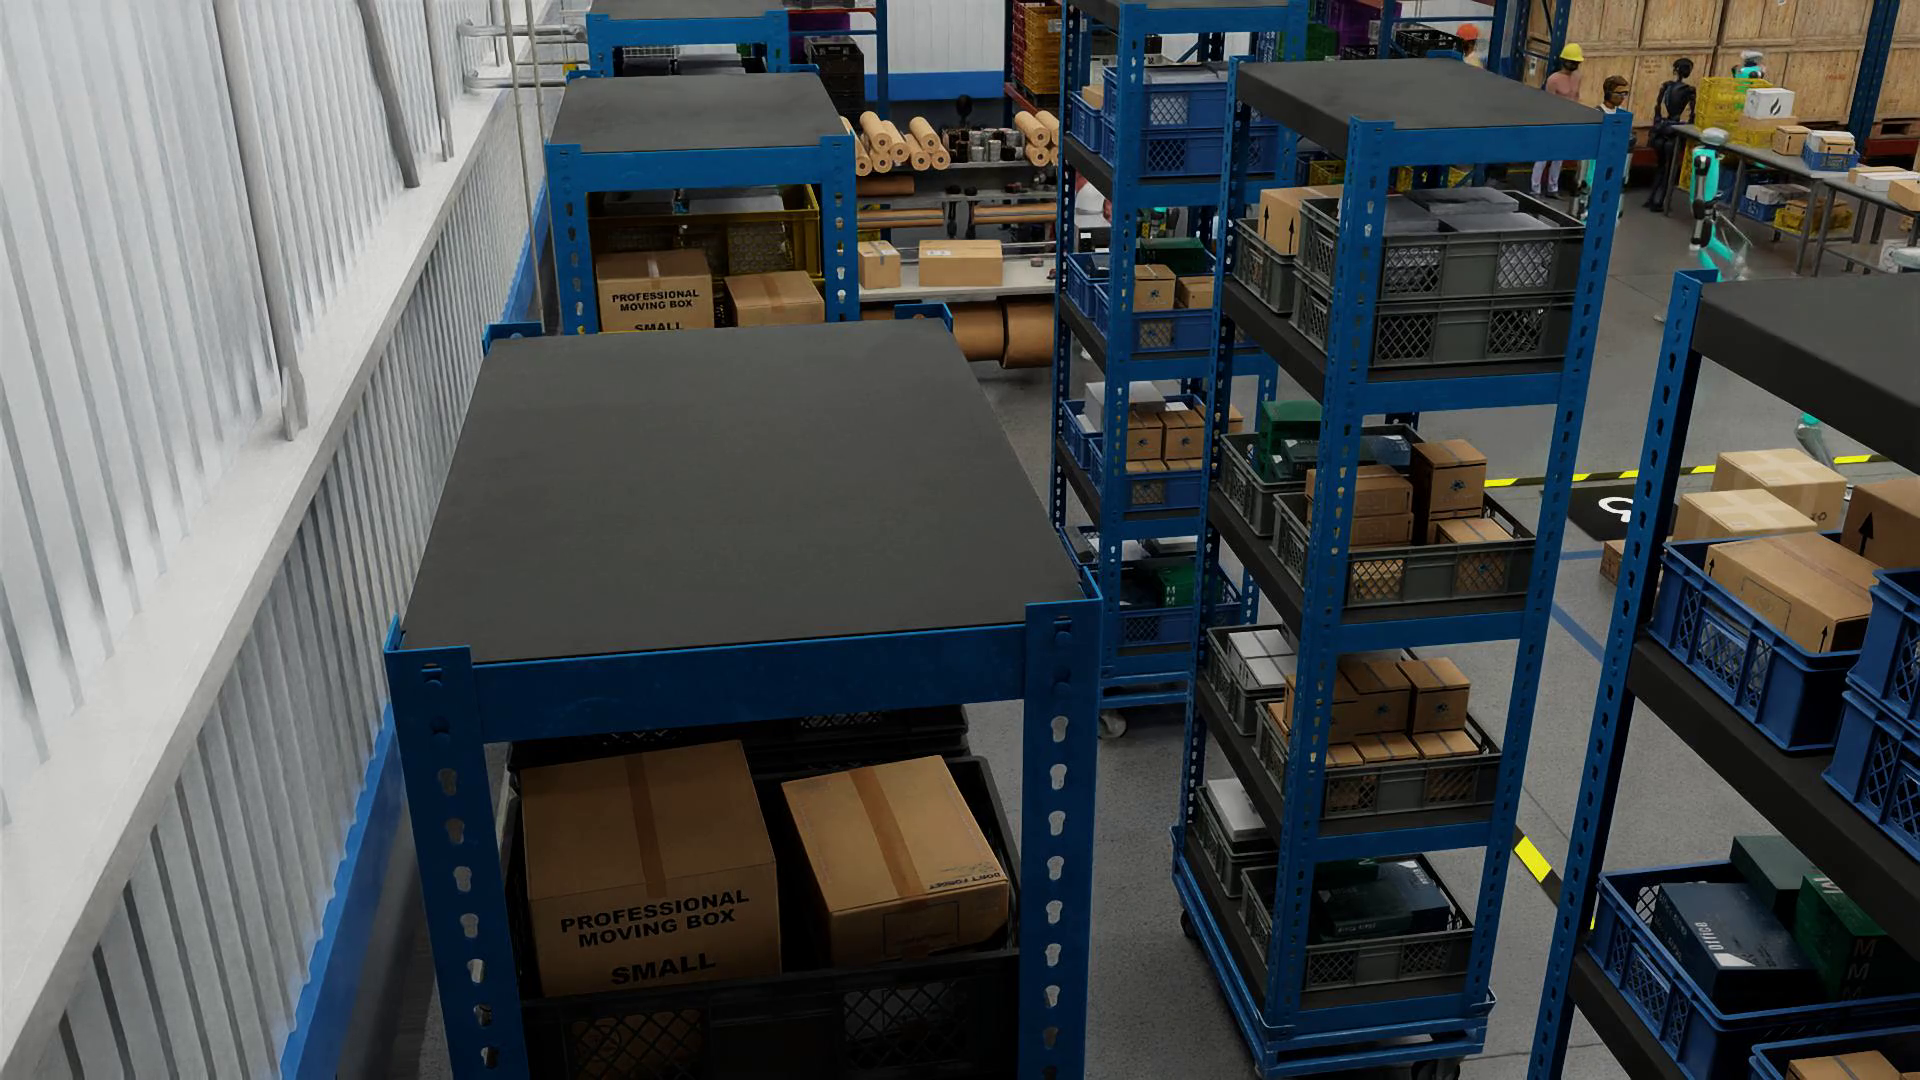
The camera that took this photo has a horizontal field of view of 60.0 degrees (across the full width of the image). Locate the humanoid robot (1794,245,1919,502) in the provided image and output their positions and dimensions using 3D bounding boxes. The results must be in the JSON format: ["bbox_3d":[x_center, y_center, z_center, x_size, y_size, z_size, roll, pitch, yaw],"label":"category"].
[{"bbox_3d":[5.774,-1.104,10.781,0.735,1.677,0.533,14,28,28],"label":"humanoid robot"}]

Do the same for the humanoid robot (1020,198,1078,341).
[{"bbox_3d":[0.780,-2.489,14.013,0.589,1.652,0.404,-6,25,-13],"label":"humanoid robot"}]

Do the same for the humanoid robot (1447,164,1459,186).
[{"bbox_3d":[5.231,-4.179,17.744,0.604,1.626,0.771,-1,25,-1],"label":"humanoid robot"}]

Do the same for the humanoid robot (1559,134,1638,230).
[{"bbox_3d":[5.634,-2.970,15.008,0.542,1.804,0.661,-4,25,-9],"label":"humanoid robot"}]

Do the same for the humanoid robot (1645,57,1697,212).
[{"bbox_3d":[7.829,-4.456,18.287,0.336,1.649,0.593,-10,26,-20],"label":"humanoid robot"}]

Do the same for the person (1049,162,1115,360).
[{"bbox_3d":[0.984,-2.436,13.635,0.589,1.915,0.402,8,26,16],"label":"person"}]

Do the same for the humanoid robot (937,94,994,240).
[{"bbox_3d":[0.041,-3.525,16.280,0.610,1.643,0.463,1,25,3],"label":"humanoid robot"}]

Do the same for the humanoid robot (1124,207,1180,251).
[{"bbox_3d":[1.438,-2.447,13.699,0.533,1.677,0.735,22,32,39],"label":"humanoid robot"}]

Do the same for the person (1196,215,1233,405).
[{"bbox_3d":[1.673,-1.265,11.154,0.369,1.852,0.588,-3,25,-6],"label":"person"}]

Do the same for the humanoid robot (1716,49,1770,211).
[{"bbox_3d":[8.858,-4.512,18.363,0.843,1.754,0.530,-1,25,-3],"label":"humanoid robot"}]

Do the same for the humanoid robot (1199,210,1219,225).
[{"bbox_3d":[2.584,-3.888,17.043,0.534,1.754,1.040,-3,25,-6],"label":"humanoid robot"}]

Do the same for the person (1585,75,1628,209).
[{"bbox_3d":[6.256,-3.620,16.299,0.506,1.837,0.333,-21,32,-38],"label":"person"}]

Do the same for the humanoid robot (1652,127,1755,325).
[{"bbox_3d":[6.548,-2.615,14.262,0.854,1.784,0.572,13,28,26],"label":"humanoid robot"}]

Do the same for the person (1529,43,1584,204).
[{"bbox_3d":[6.733,-4.669,18.667,0.530,1.760,0.339,-13,28,-25],"label":"person"}]

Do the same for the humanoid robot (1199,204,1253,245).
[{"bbox_3d":[2.491,-3.264,15.739,0.602,1.625,0.754,-2,25,-4],"label":"humanoid robot"}]

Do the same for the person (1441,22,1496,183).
[{"bbox_3d":[5.825,-4.959,19.105,0.733,1.914,0.569,5,25,10],"label":"person"}]

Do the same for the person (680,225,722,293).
[{"bbox_3d":[-1.934,-2.250,13.307,0.429,1.842,0.633,22,33,39],"label":"person"}]
